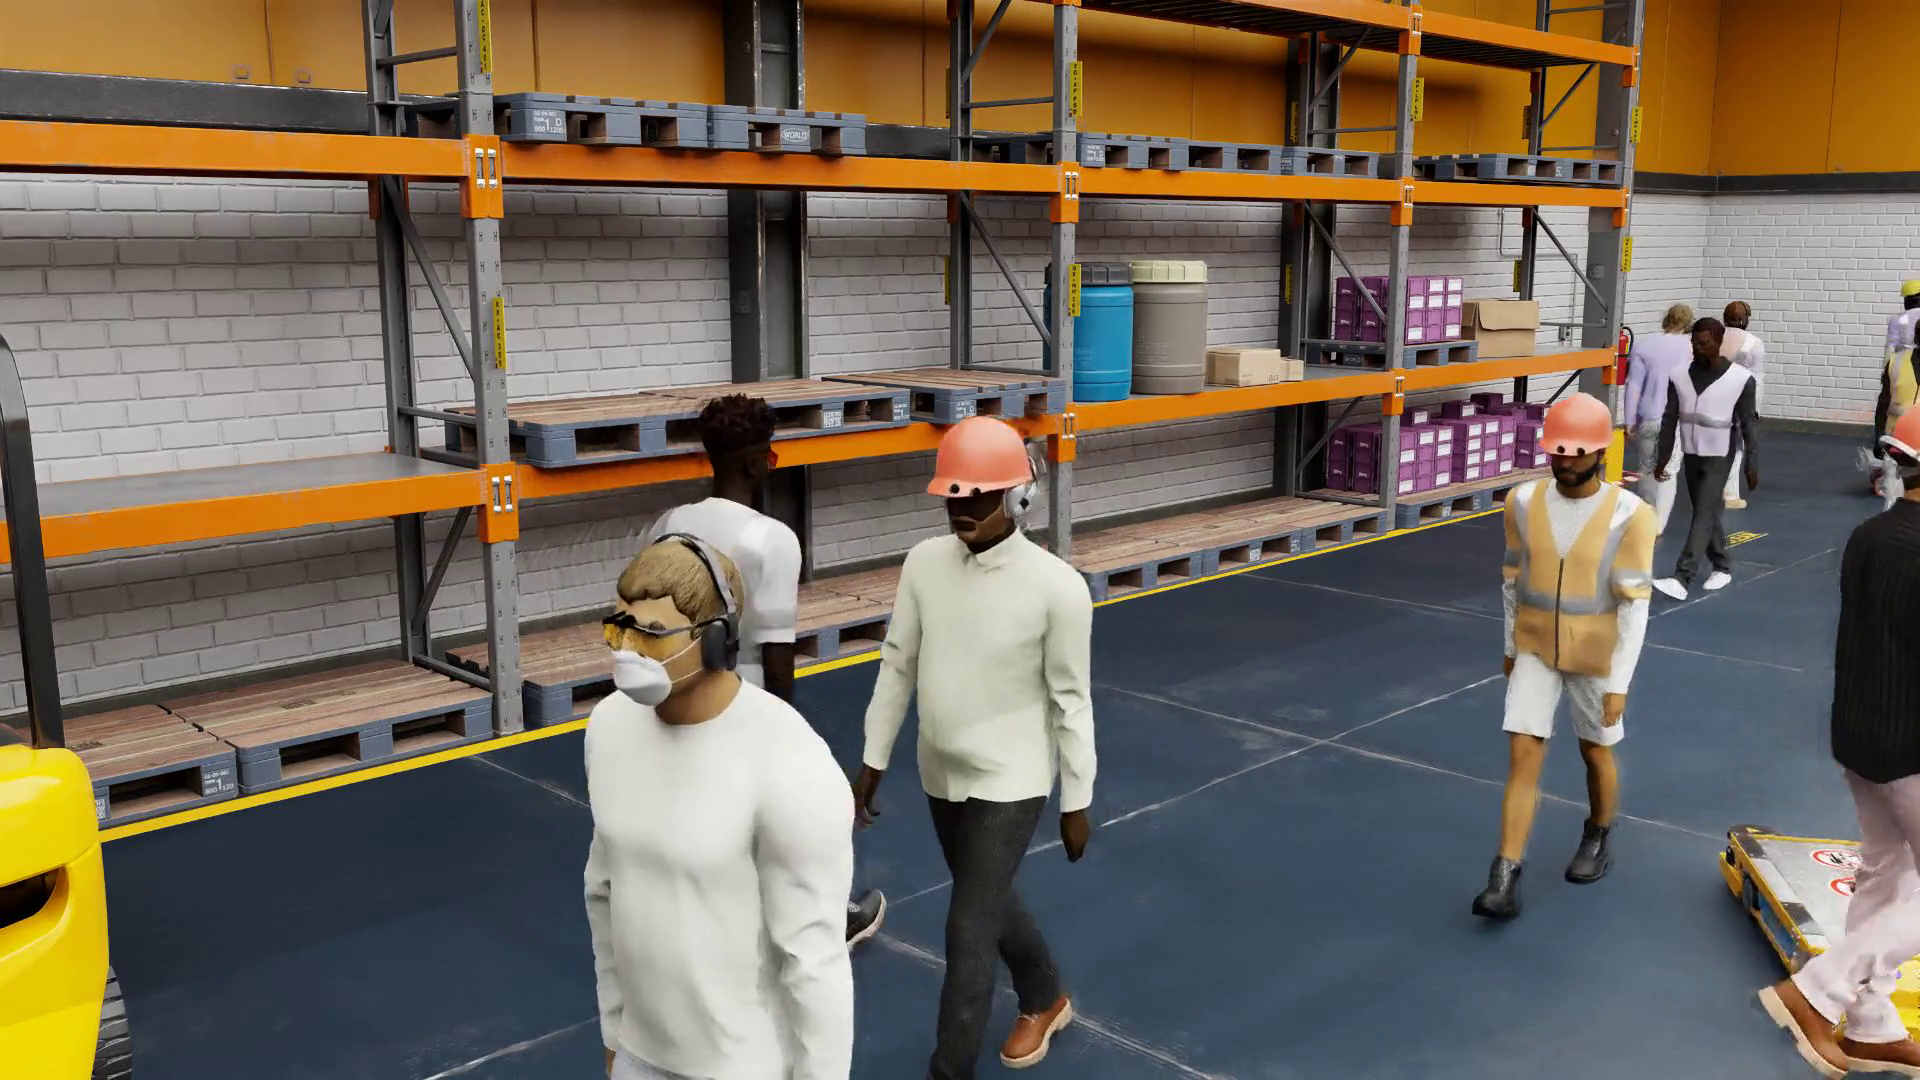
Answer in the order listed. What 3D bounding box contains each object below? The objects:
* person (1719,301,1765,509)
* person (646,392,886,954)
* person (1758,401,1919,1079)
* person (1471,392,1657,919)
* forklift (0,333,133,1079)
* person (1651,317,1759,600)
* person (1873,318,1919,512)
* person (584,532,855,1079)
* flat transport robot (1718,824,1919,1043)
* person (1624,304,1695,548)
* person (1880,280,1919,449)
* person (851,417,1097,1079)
[{"bbox_3d":[6.802,-1.192,14.731,0.431,1.836,0.618,-8,13,-37],"label":"person"},{"bbox_3d":[-0.628,0.495,5.242,0.631,1.923,0.941,7,13,34],"label":"person"},{"bbox_3d":[2.602,0.579,4.649,0.496,1.979,0.646,1,10,5],"label":"person"},{"bbox_3d":[2.173,0.403,5.930,0.549,1.873,1.002,8,13,37],"label":"person"},{"bbox_3d":[-3.289,0.485,4.582,1.214,2.155,2.313,-10,14,-44],"label":"forklift"},{"bbox_3d":[4.964,-0.541,11.086,1.007,1.868,0.613,-6,12,-30],"label":"person"},{"bbox_3d":[6.969,-0.714,12.084,0.429,1.841,0.631,-10,14,-42],"label":"person"},{"bbox_3d":[-0.391,0.911,3.052,0.635,1.919,0.784,9,14,40],"label":"person"},{"bbox_3d":[3.025,1.279,5.498,0.652,0.197,1.431,2,11,12],"label":"flat transport robot"},{"bbox_3d":[5.562,-0.914,13.105,0.633,1.862,1.006,4,11,22],"label":"person"},{"bbox_3d":[10.550,-1.925,18.465,0.616,1.913,0.492,-1,10,-3],"label":"person"},{"bbox_3d":[0.064,0.631,4.531,0.626,1.953,0.999,9,14,41],"label":"person"}]
